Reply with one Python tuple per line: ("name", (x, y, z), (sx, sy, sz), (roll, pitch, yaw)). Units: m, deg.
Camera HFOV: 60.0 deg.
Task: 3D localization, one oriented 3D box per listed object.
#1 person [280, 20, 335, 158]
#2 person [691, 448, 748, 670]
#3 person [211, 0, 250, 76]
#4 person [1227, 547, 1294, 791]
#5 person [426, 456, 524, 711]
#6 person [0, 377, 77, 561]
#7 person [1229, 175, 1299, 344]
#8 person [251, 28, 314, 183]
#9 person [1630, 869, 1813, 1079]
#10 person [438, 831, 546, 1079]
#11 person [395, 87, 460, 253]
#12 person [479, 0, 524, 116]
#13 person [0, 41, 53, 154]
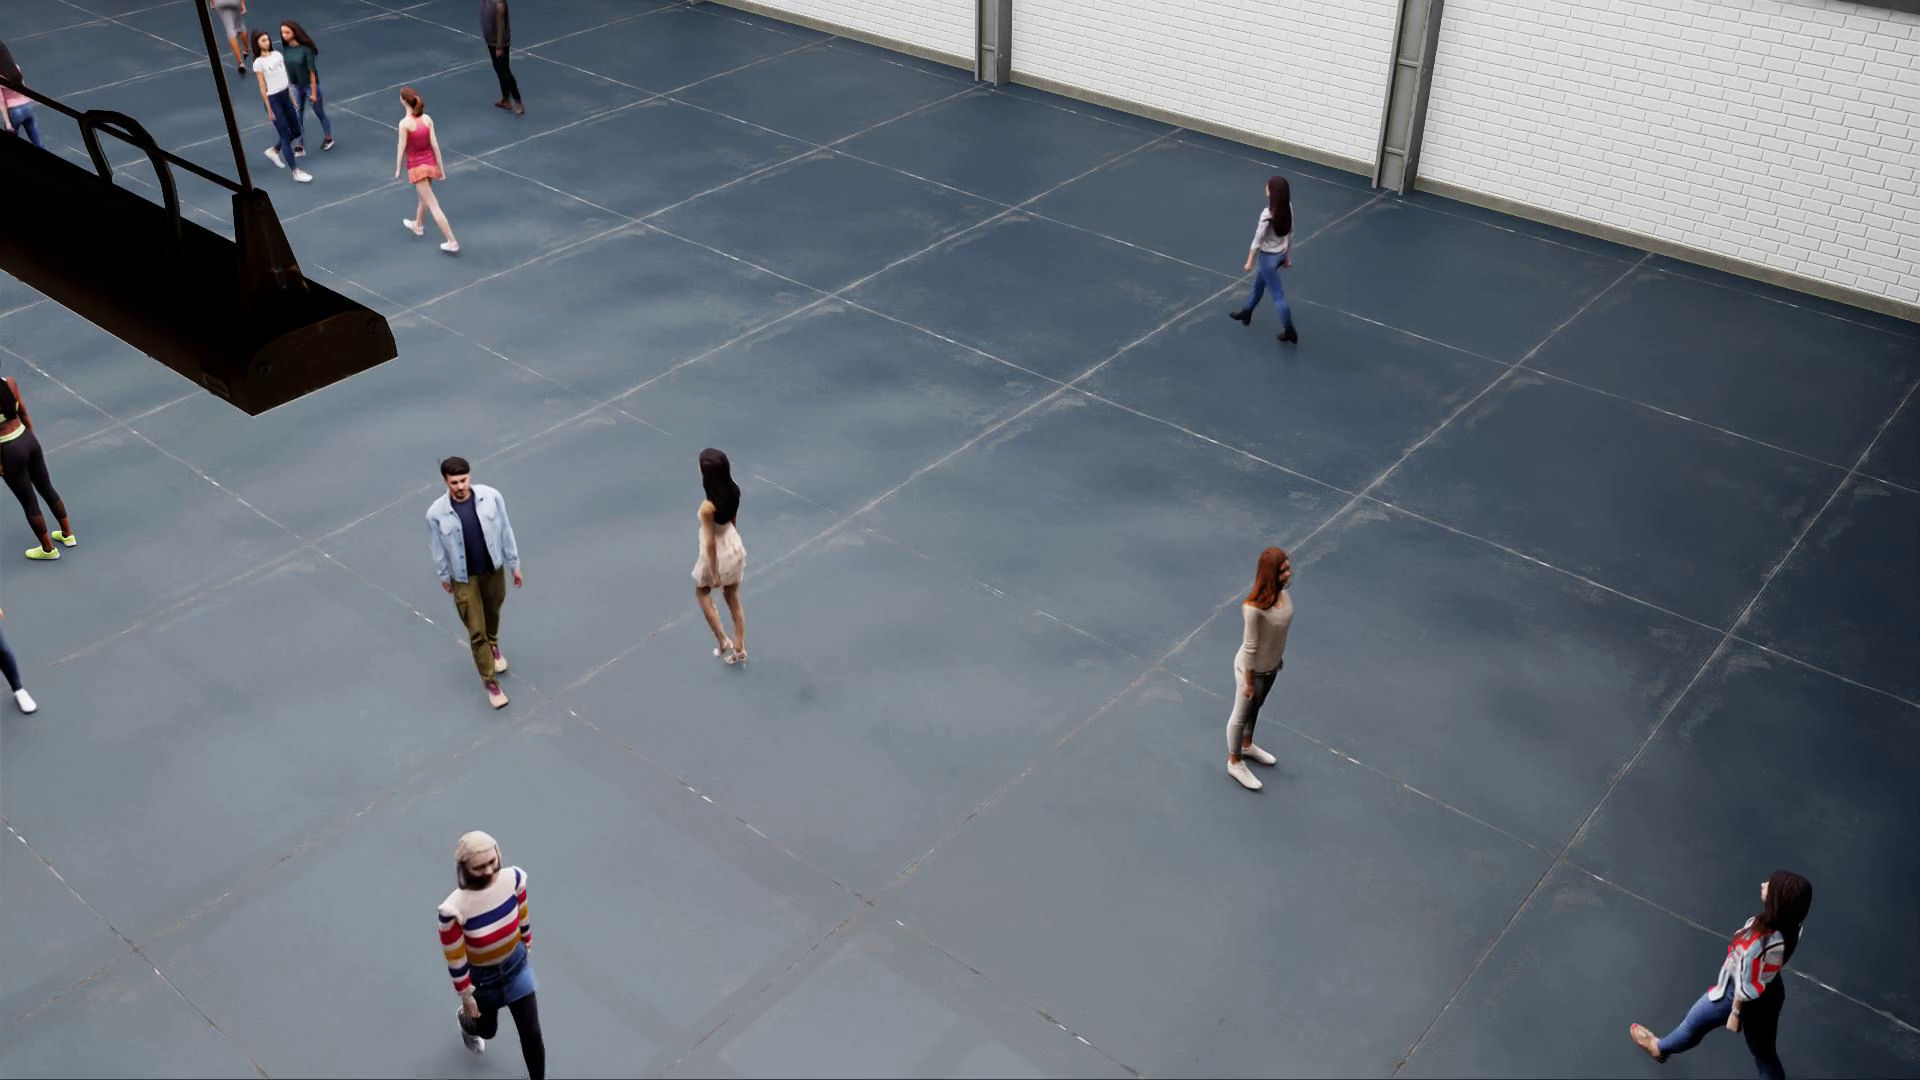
("person", (-7.770, -5.428, 19.903), (0.993, 1.587, 0.905), (8, 34, 12))
("person", (-1.557, 0.167, 11.365), (0.620, 1.721, 0.611), (21, 39, 28))
("person", (-9.806, -7.127, 22.318), (0.889, 1.744, 1.129), (-15, 36, -21))
("person", (1.869, 0.771, 10.463), (0.565, 1.713, 0.608), (22, 39, 29))
("person", (-3.294, 0.181, 11.289), (0.874, 1.781, 1.114), (-20, 39, -27))
("person", (-7.111, -0.650, 12.565), (0.622, 1.753, 0.632), (10, 35, 15))
("person", (3.001, -2.594, 15.639), (1.033, 1.587, 0.631), (28, 42, 35))
("person", (-7.875, -4.991, 19.083), (0.964, 1.766, 0.789), (11, 35, 16))
("person", (3.998, 2.314, 8.272), (0.775, 1.570, 1.147), (-23, 40, -30))
("person", (-2.381, 2.137, 8.345), (0.771, 1.782, 1.153), (-26, 41, -33))
("person", (-5.573, -3.826, 17.390), (1.165, 1.702, 0.626), (21, 39, 28))
("person", (-5.862, -6.331, 21.059), (0.896, 1.811, 0.625), (-12, 36, -18))
("person", (-10.582, -4.780, 18.823), (1.187, 1.703, 0.815), (15, 37, 22))
